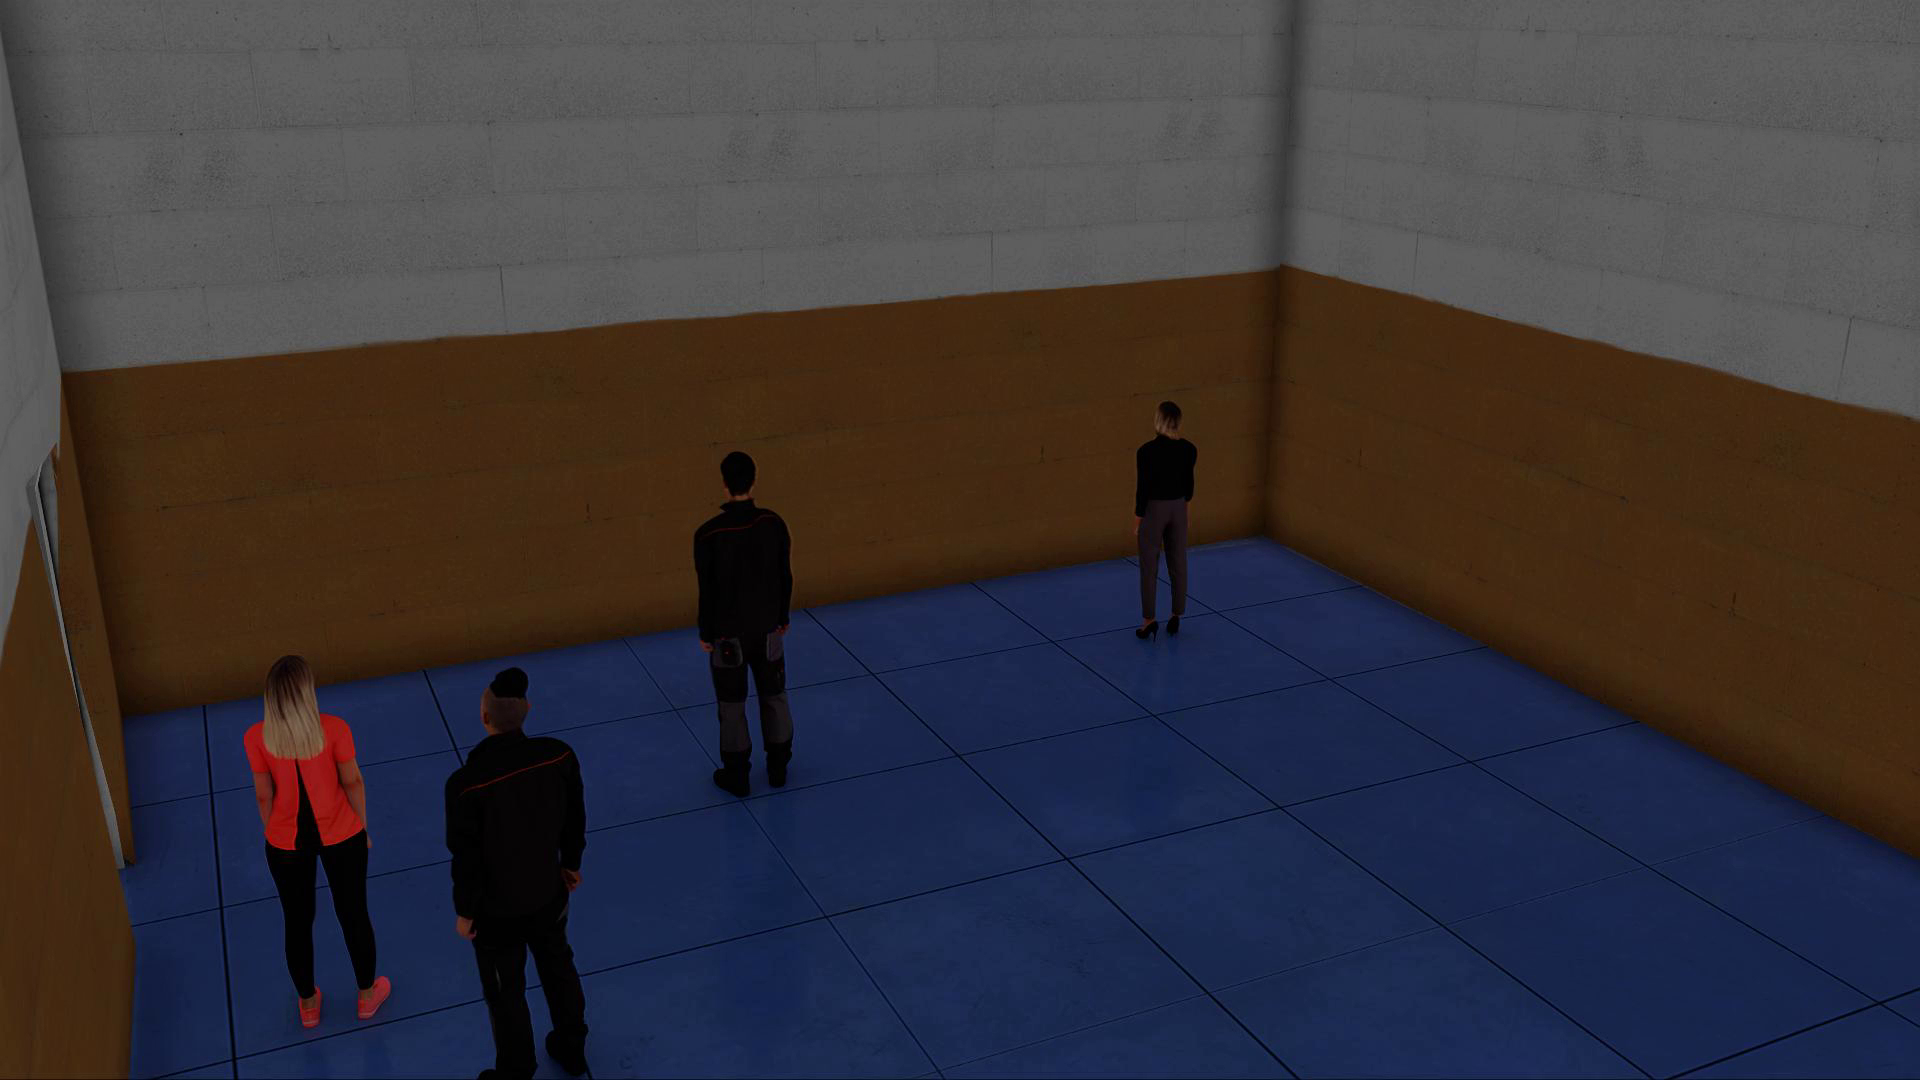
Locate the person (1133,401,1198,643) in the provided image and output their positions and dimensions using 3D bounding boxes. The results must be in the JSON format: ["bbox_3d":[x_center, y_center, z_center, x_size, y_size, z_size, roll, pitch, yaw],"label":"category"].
[{"bbox_3d":[1.382,-0.125,11.276,0.467,1.672,0.659,-7,20,-20],"label":"person"}]

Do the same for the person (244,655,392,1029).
[{"bbox_3d":[-2.746,1.278,7.079,0.540,1.694,0.698,-4,19,-11],"label":"person"}]

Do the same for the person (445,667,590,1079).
[{"bbox_3d":[-1.743,1.351,6.565,0.913,1.862,0.731,16,24,39],"label":"person"}]

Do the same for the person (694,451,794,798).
[{"bbox_3d":[-1.180,0.455,9.128,0.531,1.945,0.768,-10,21,-27],"label":"person"}]
